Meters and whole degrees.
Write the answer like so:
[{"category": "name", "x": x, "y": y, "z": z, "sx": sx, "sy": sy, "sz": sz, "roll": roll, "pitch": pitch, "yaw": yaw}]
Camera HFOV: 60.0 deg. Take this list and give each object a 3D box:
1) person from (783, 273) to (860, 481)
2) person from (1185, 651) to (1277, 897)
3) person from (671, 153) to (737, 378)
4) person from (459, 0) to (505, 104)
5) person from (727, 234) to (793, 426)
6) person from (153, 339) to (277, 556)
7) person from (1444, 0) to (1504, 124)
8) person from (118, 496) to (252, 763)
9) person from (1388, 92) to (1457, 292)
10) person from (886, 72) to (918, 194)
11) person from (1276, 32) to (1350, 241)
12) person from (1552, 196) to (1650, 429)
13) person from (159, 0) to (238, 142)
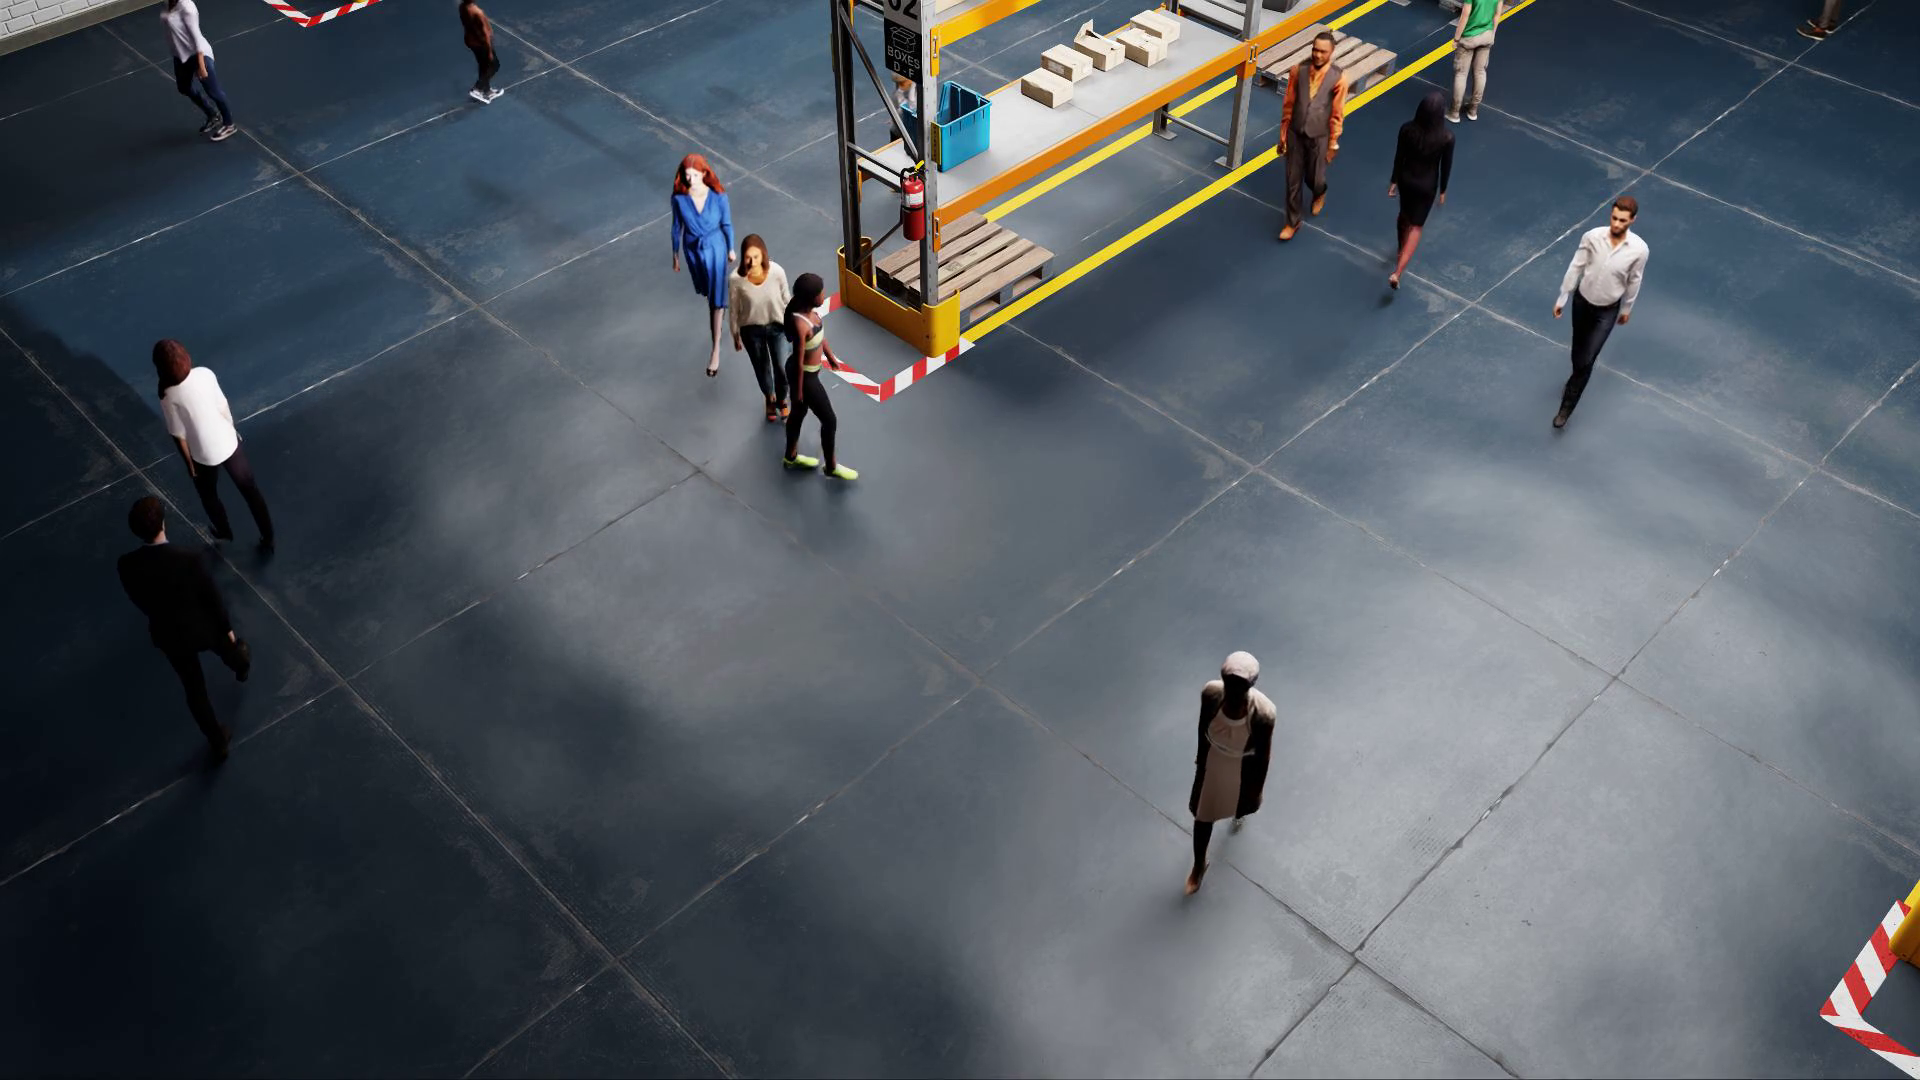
[{"category": "person", "x": -1.207, "y": -1.170, "z": 11.992, "sx": 0.897, "sy": 1.729, "sz": 0.827, "roll": -2, "pitch": 44, "yaw": -2}, {"category": "person", "x": 1.586, "y": 1.240, "z": 9.469, "sx": 0.844, "sy": 1.720, "sz": 1.135, "roll": 20, "pitch": 47, "yaw": 19}, {"category": "person", "x": -1.986, "y": -2.265, "z": 13.108, "sx": 1.038, "sy": 1.775, "sz": 1.186, "roll": 5, "pitch": 44, "yaw": 5}, {"category": "person", "x": -4.724, "y": -4.812, "z": 16.165, "sx": 0.520, "sy": 1.246, "sz": 0.601, "roll": 34, "pitch": 53, "yaw": 31}, {"category": "person", "x": -1.473, "y": -1.640, "z": 12.527, "sx": 0.738, "sy": 1.672, "sz": 0.818, "roll": -4, "pitch": 44, "yaw": -4}, {"category": "person", "x": -5.036, "y": -0.565, "z": 11.323, "sx": 0.738, "sy": 1.775, "sz": 0.774, "roll": 27, "pitch": 50, "yaw": 26}, {"category": "person", "x": 4.917, "y": -4.779, "z": 15.837, "sx": 0.633, "sy": 1.651, "sz": 0.724, "roll": -8, "pitch": 44, "yaw": -8}, {"category": "person", "x": -4.685, "y": 0.590, "z": 10.064, "sx": 1.224, "sy": 1.840, "sz": 1.120, "roll": -11, "pitch": 45, "yaw": -12}, {"category": "person", "x": 3.773, "y": -2.879, "z": 13.815, "sx": 0.878, "sy": 1.690, "sz": 1.220, "roll": 20, "pitch": 47, "yaw": 19}, {"category": "person", "x": -0.486, "y": -3.736, "z": 14.884, "sx": 0.533, "sy": 1.455, "sz": 0.599, "roll": -28, "pitch": 50, "yaw": -26}, {"category": "person", "x": 3.041, "y": -3.513, "z": 14.332, "sx": 0.820, "sy": 1.895, "sz": 0.988, "roll": 22, "pitch": 48, "yaw": 22}, {"category": "person", "x": 4.838, "y": -1.818, "z": 12.602, "sx": 0.844, "sy": 1.827, "sz": 1.220, "roll": 24, "pitch": 49, "yaw": 23}, {"category": "person", "x": -7.119, "y": -4.607, "z": 15.615, "sx": 0.679, "sy": 1.707, "sz": 0.627, "roll": 29, "pitch": 51, "yaw": 27}]
